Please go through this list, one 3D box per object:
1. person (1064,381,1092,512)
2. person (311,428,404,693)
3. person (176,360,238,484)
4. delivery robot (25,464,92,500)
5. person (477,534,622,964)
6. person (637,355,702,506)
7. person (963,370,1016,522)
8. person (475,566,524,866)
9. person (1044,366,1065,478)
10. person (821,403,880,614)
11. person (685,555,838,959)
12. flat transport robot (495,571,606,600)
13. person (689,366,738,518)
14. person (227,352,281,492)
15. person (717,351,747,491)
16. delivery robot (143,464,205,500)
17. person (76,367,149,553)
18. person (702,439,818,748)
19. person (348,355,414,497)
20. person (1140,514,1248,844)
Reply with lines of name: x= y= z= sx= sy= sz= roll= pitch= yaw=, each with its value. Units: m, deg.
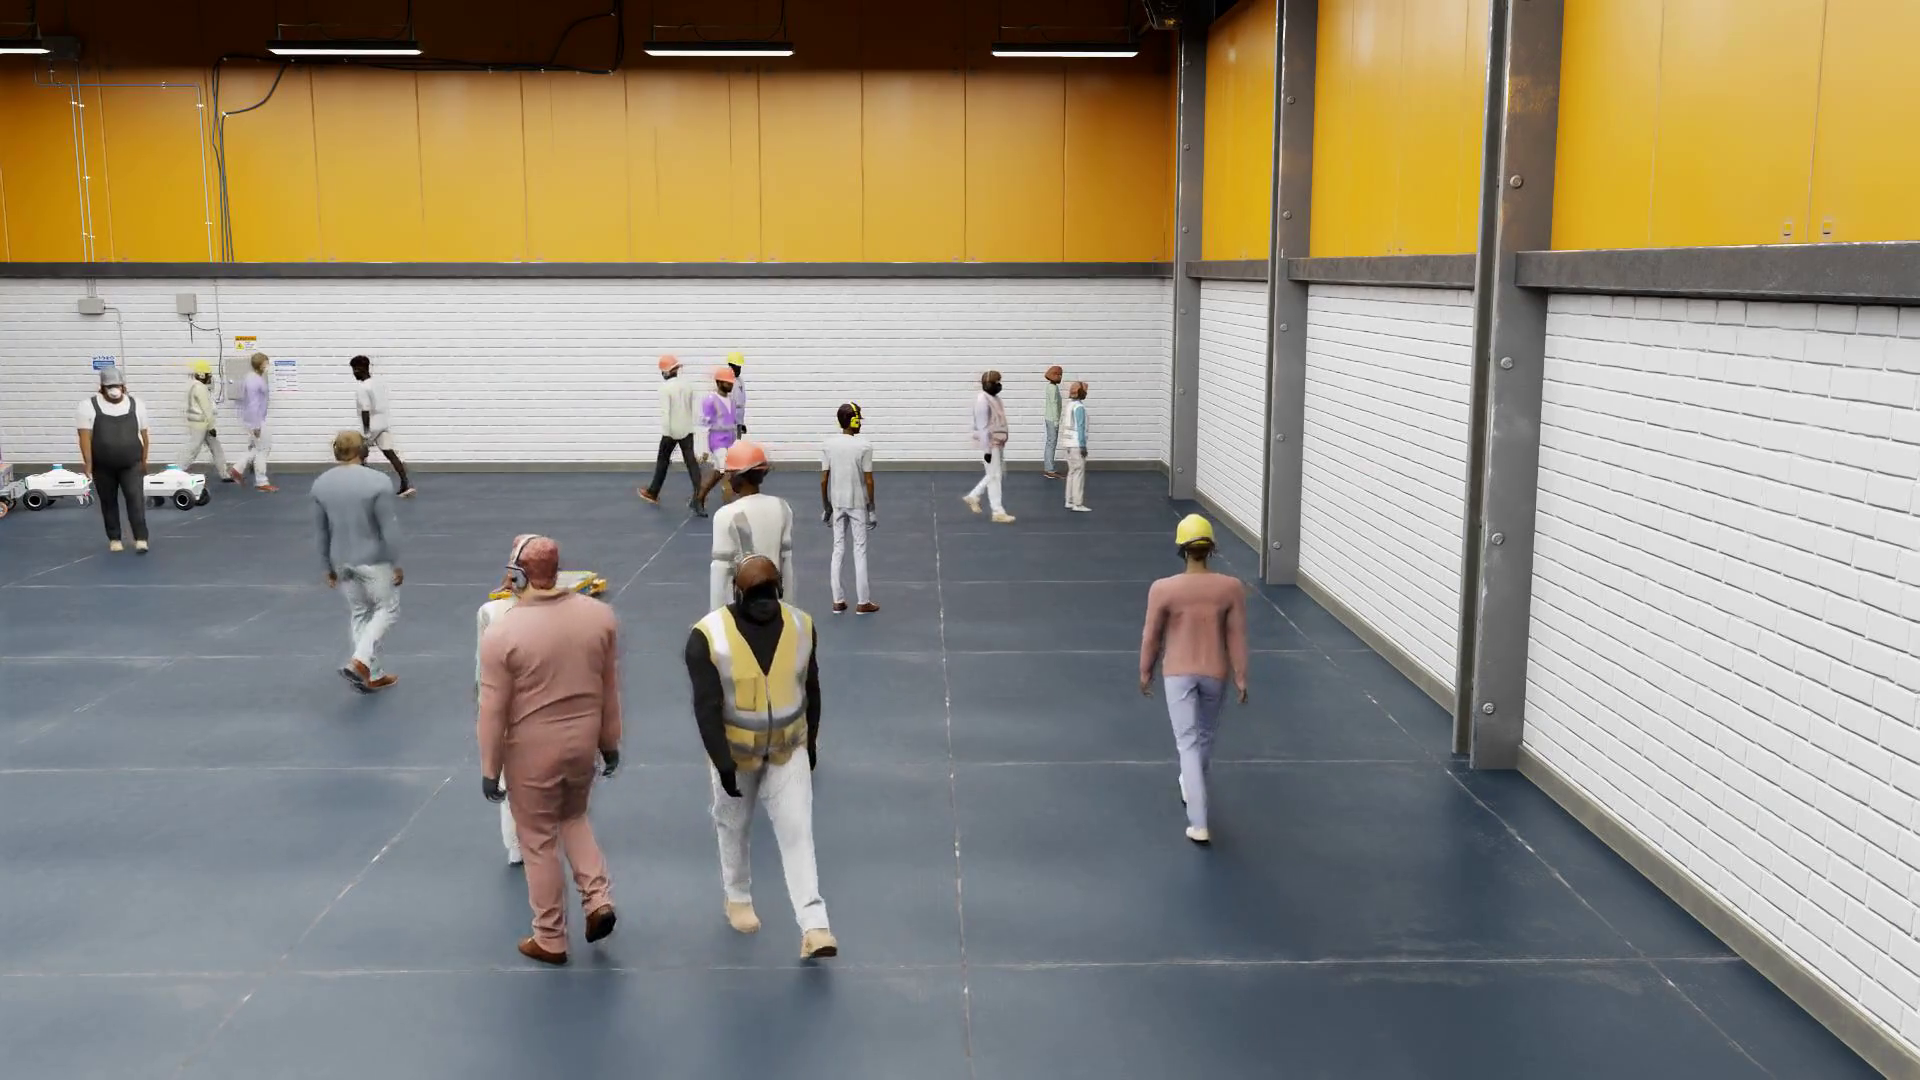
person: x=1.464 y=-1.171 z=20.859 sx=0.318 sy=1.634 sz=0.526 roll=-2 pitch=9 yaw=-9
person: x=-4.280 y=0.173 z=11.755 sx=0.650 sy=1.919 sz=0.601 roll=2 pitch=10 yaw=14
person: x=-10.596 y=-1.614 z=23.145 sx=0.953 sy=1.782 sz=0.573 roll=-4 pitch=10 yaw=-23
delivery robot: x=-11.421 y=-0.718 z=21.085 sx=0.707 sy=0.478 sz=0.477 roll=-2 pitch=9 yaw=-15
person: x=-1.800 y=0.915 z=7.259 sx=0.429 sy=1.893 sz=0.668 roll=9 pitch=13 yaw=43
person: x=-3.686 y=-1.393 z=21.291 sx=1.054 sy=1.923 sz=0.662 roll=6 pitch=11 yaw=34
person: x=0.364 y=-1.128 z=19.990 sx=0.631 sy=1.829 sz=0.667 roll=2 pitch=10 yaw=14
person: x=-2.203 y=0.852 z=8.444 sx=0.543 sy=1.623 sz=0.359 roll=0 pitch=9 yaw=-1
person: x=1.366 y=-1.719 z=24.213 sx=0.289 sy=1.632 sz=0.497 roll=-1 pitch=9 yaw=-5
person: x=-0.977 y=-0.274 z=14.653 sx=0.521 sy=1.864 sz=0.335 roll=3 pitch=10 yaw=20
person: x=-0.866 y=0.954 z=7.340 sx=0.630 sy=1.786 sz=0.984 roll=-4 pitch=10 yaw=-22
flat transport robot: x=-3.712 y=0.469 z=14.959 sx=0.652 sy=0.197 sz=1.431 roll=1 pitch=9 yaw=4
person: x=-2.925 y=-1.166 z=20.062 sx=0.961 sy=1.895 sz=0.547 roll=5 pitch=10 yaw=27
person: x=-9.604 y=-1.590 z=22.556 sx=0.584 sy=1.917 sz=0.658 roll=-3 pitch=10 yaw=-20
person: x=-3.083 y=-1.618 z=22.719 sx=0.381 sy=1.918 sz=0.584 roll=3 pitch=10 yaw=19
delivery robot: x=-9.976 y=-0.717 z=21.079 sx=0.707 sy=0.478 sz=0.477 roll=0 pitch=9 yaw=2
person: x=-8.948 y=-0.853 z=17.655 sx=0.693 sy=2.000 sz=0.953 roll=-6 pitch=11 yaw=-31
person: x=-1.231 y=0.384 z=10.190 sx=0.985 sy=2.011 sz=0.618 roll=7 pitch=11 yaw=36
person: x=-7.773 y=-1.495 z=22.036 sx=1.061 sy=1.902 sz=0.608 roll=2 pitch=10 yaw=14
person: x=1.250 y=0.715 z=9.007 sx=0.543 sy=1.710 sz=0.912 roll=-1 pitch=9 yaw=-5
